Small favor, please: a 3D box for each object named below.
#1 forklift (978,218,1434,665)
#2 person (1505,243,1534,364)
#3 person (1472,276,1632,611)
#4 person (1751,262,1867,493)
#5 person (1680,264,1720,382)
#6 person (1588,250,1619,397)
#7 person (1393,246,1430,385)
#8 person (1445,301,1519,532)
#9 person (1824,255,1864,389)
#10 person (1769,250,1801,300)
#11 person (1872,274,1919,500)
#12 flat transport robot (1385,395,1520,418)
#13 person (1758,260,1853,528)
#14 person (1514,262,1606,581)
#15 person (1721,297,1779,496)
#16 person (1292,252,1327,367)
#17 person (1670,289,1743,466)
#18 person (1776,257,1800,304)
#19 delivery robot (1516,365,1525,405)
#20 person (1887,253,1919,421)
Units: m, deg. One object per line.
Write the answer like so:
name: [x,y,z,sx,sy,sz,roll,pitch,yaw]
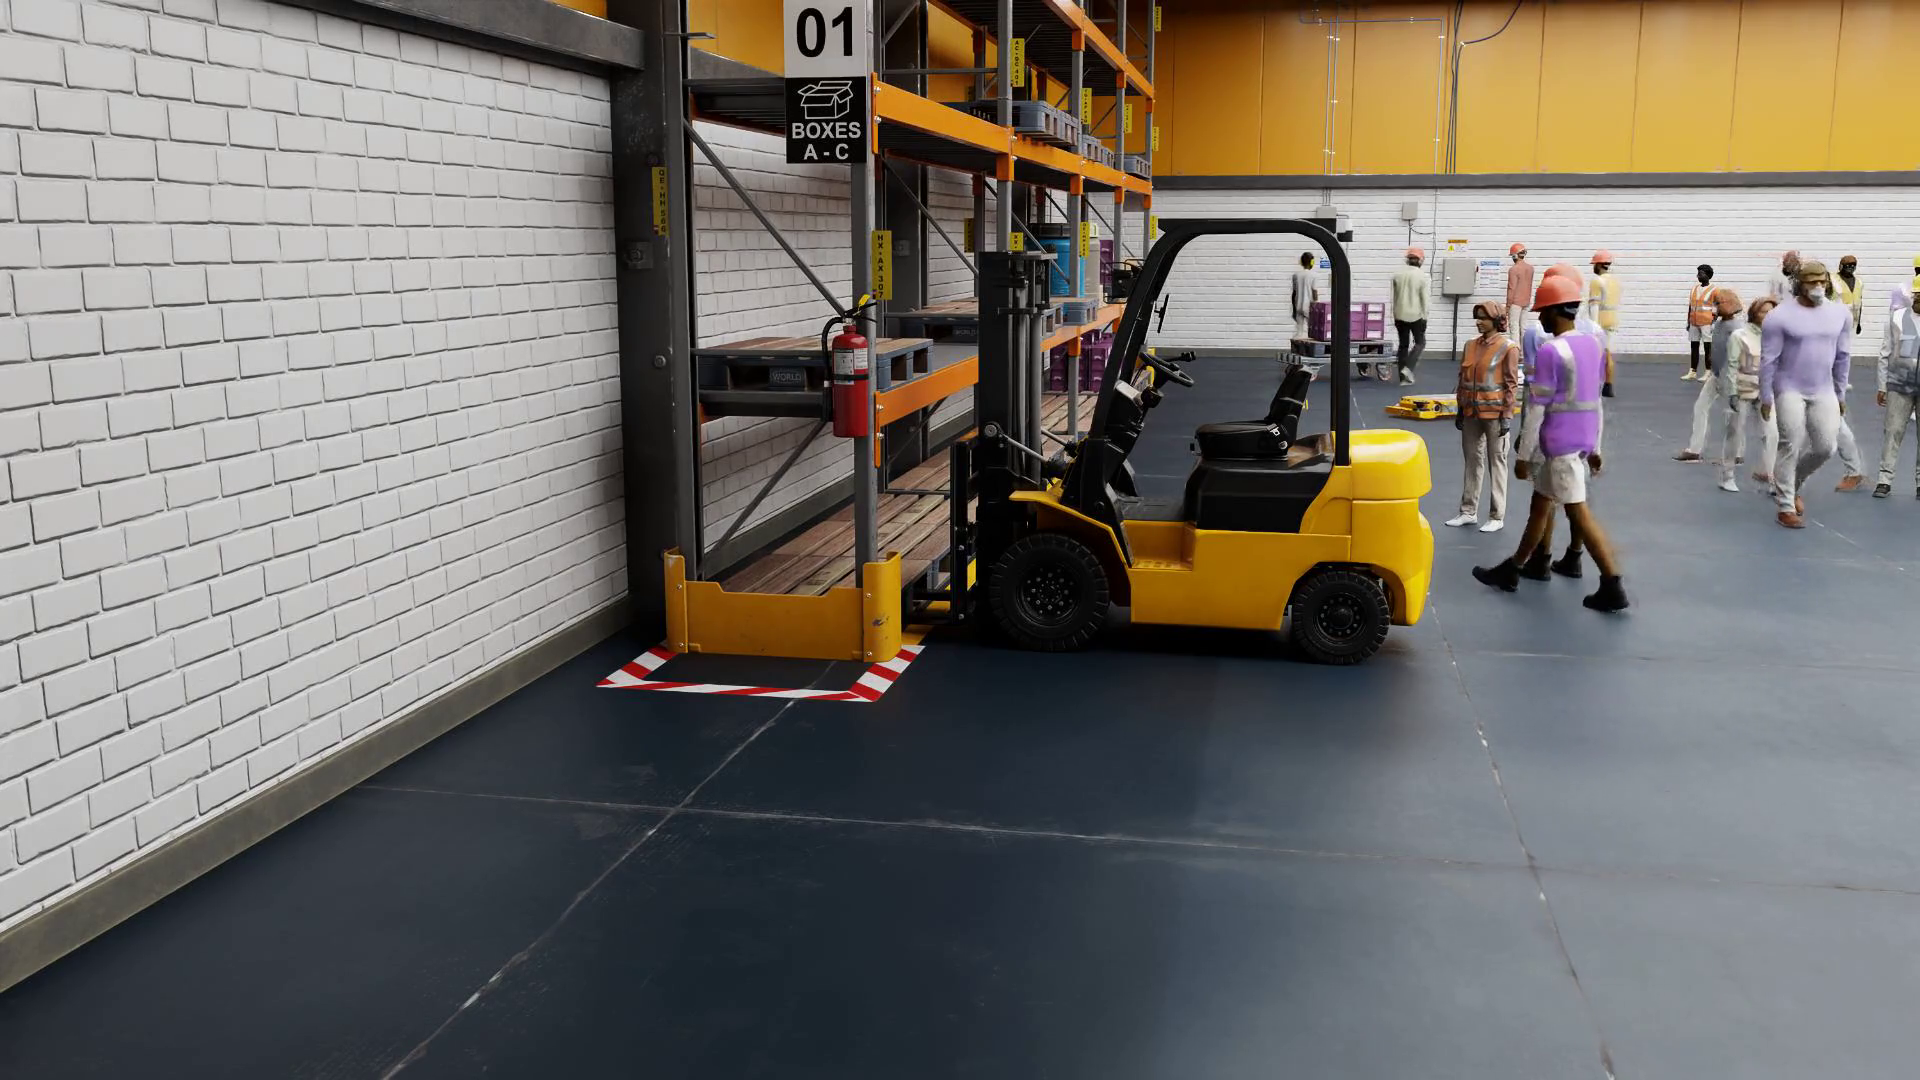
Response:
forklift: [1.285,-0.567,8.635,2.313,2.155,1.214,2,11,11]
person: [9.147,-3.871,27.320,0.611,1.985,0.393,-8,13,-37]
person: [3.426,-0.552,9.450,0.554,1.873,1.037,-9,14,-41]
person: [7.178,-1.360,13.855,0.874,1.899,0.646,5,12,26]
person: [10.740,-3.134,24.073,0.317,1.695,0.540,-5,11,-24]
person: [8.331,-2.847,21.906,0.565,1.906,0.794,-7,12,-34]
person: [6.363,-3.154,23.463,0.456,1.962,0.617,-10,14,-44]
person: [3.749,-0.880,11.870,0.309,1.641,0.515,-6,12,-30]
person: [12.109,-2.981,22.839,0.627,1.840,0.429,-2,11,-10]
person: [12.813,-3.504,25.609,0.962,1.867,0.639,-1,10,-5]
person: [7.632,-1.226,13.252,0.591,1.828,0.404,7,12,33]
flat transport robot: [5.760,-1.577,19.445,1.431,0.197,0.652,-4,11,-22]
person: [6.071,-1.046,11.998,0.643,1.921,0.486,0,10,2]
person: [3.631,-0.717,10.155,0.546,1.939,0.375,-3,11,-16]
person: [6.450,-1.143,13.421,0.527,1.604,0.822,-1,10,-3]
person: [5.532,-3.632,26.402,0.560,1.839,0.782,9,14,42]
person: [6.855,-1.473,15.176,0.695,1.604,0.530,0,10,2]
person: [12.399,-3.301,24.770,0.639,1.802,0.987,-7,12,-33]
delivery robot: [6.744,-1.865,19.988,0.477,0.478,0.707,5,11,25]
person: [10.796,-2.284,18.785,0.594,1.922,0.386,0,10,-2]
